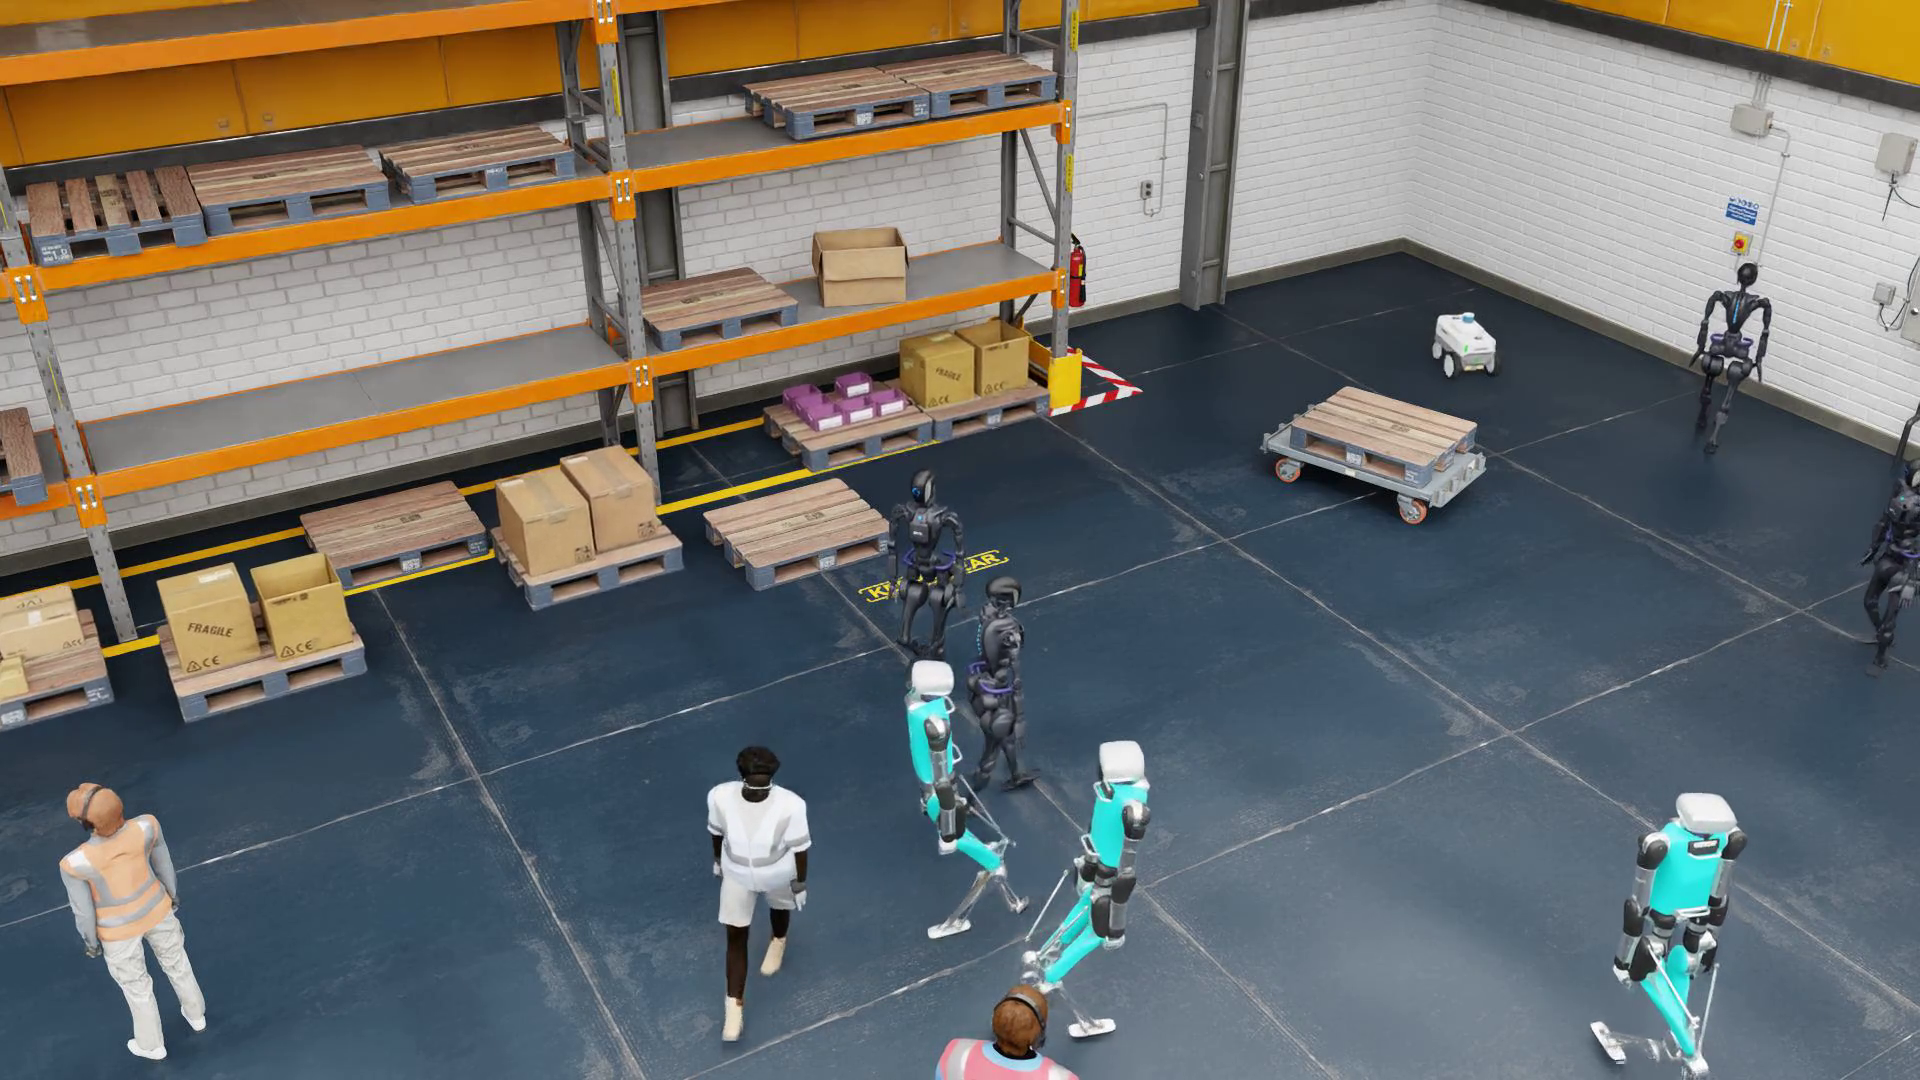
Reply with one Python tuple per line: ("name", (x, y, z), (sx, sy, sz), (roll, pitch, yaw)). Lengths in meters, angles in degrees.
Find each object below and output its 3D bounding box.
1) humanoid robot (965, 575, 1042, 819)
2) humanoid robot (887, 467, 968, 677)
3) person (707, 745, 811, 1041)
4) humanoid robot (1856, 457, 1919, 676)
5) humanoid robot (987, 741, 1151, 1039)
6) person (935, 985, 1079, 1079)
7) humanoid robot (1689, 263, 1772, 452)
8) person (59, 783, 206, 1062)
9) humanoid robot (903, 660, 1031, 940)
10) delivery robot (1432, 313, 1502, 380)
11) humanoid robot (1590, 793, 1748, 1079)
("humanoid robot", (0.269, 0.927, 9.924), (0.715, 1.630, 0.600), (-11, 31, -19))
("humanoid robot", (-0.201, 0.279, 11.051), (0.588, 1.651, 0.373), (10, 31, 17))
("person", (-1.026, 1.741, 8.468), (0.546, 1.646, 0.878), (3, 30, 5))
("humanoid robot", (6.404, 0.156, 11.273), (0.427, 1.646, 0.603), (-1, 29, -2))
("humanoid robot", (0.483, 1.851, 8.281), (0.880, 1.847, 0.554), (-7, 30, -12))
("person", (0.215, 2.564, 6.853), (0.628, 1.835, 0.431), (11, 31, 18))
("humanoid robot", (6.701, -1.631, 14.464), (0.607, 1.623, 0.766), (16, 33, 26))
("person", (-4.093, 1.883, 8.241), (0.305, 1.645, 0.516), (19, 35, 30))
("humanoid robot", (0.123, 1.438, 9.016), (0.818, 1.864, 0.559), (-8, 30, -13))
("delivery robot", (4.867, -1.903, 16.044), (0.499, 0.587, 0.769), (-4, 30, -8))
("humanoid robot", (3.456, 2.098, 7.826), (0.550, 1.767, 1.040), (-6, 30, -11))
